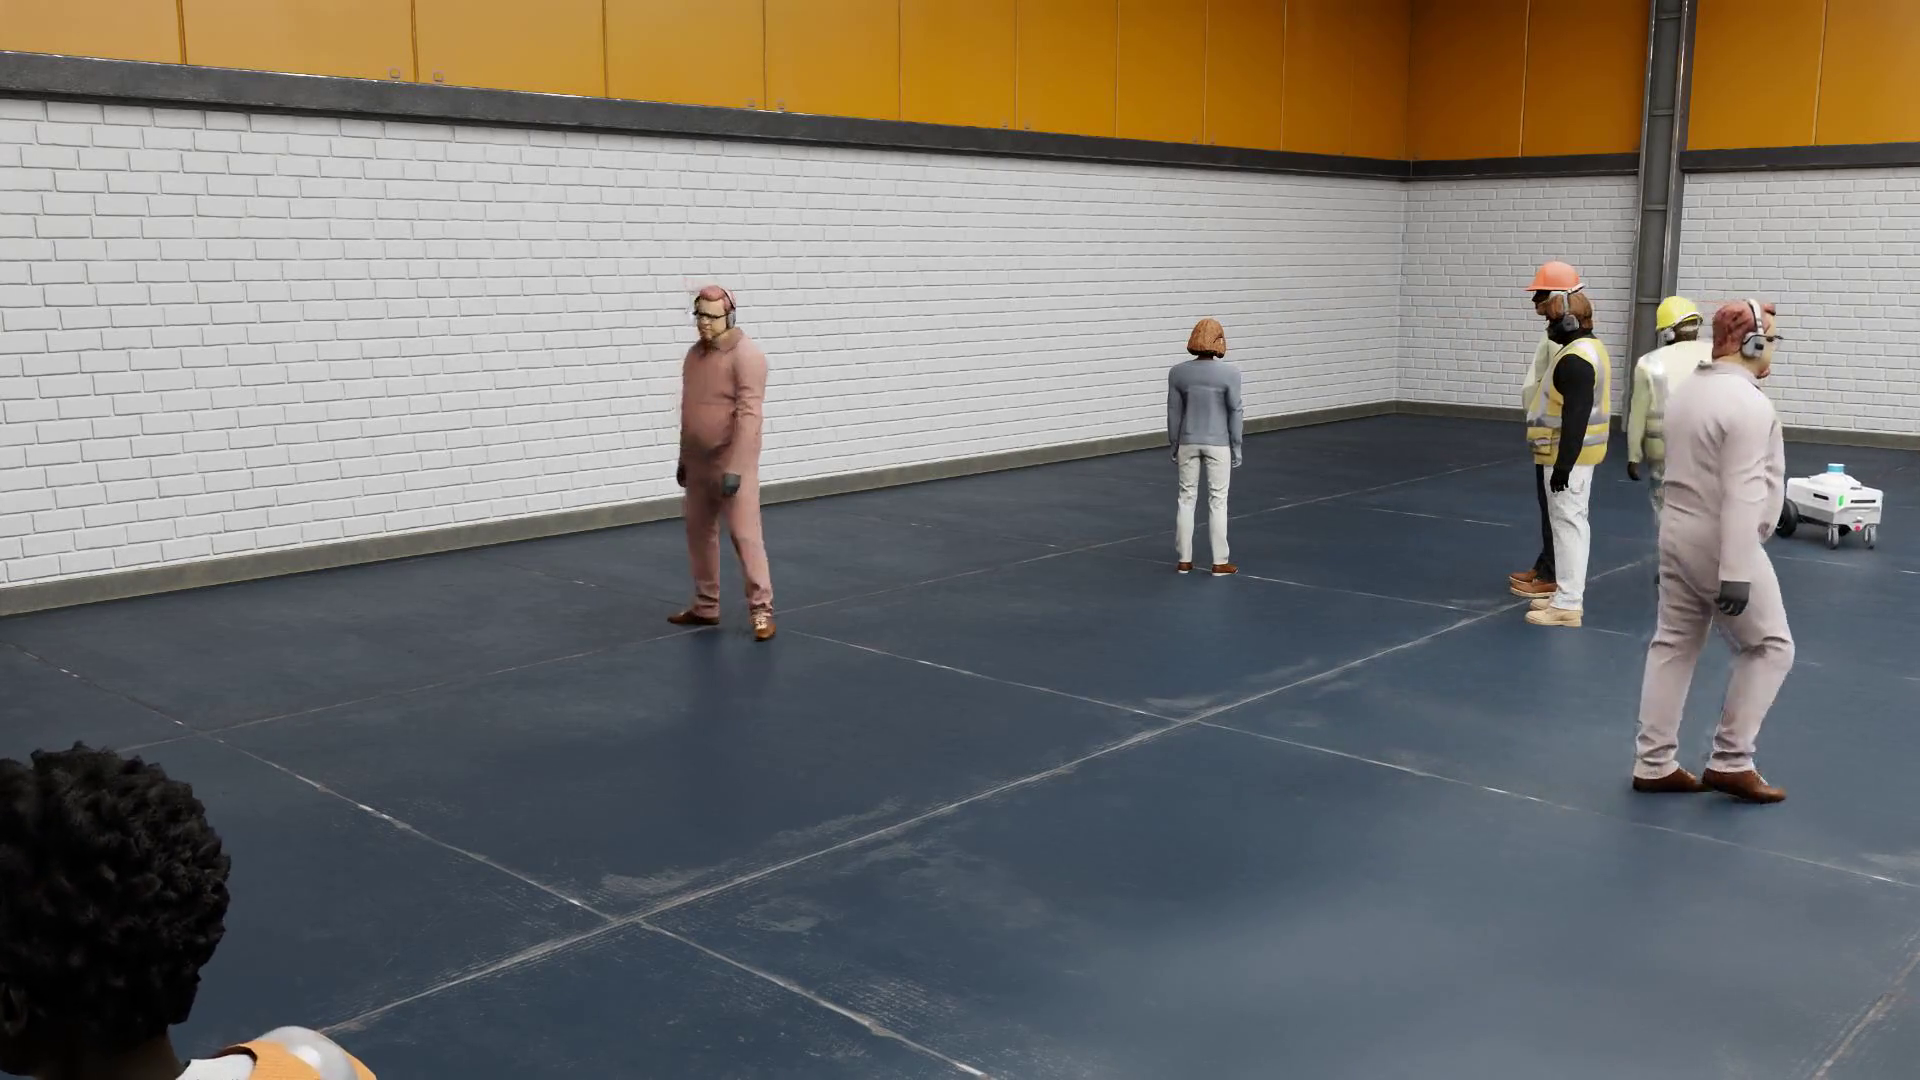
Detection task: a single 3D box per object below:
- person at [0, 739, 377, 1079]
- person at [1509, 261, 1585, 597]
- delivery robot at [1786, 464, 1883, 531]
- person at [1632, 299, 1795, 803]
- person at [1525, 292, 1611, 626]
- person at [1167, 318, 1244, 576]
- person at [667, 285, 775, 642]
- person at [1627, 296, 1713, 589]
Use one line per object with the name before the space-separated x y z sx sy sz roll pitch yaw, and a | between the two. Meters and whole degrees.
person | -0.654 0.996 1.412 0.321 1.691 0.531 3 10 15
person | 3.526 -0.655 9.939 0.381 1.994 0.617 3 11 19
delivery robot | 6.156 -0.295 11.721 0.477 0.478 0.707 -1 10 -4
person | 2.886 0.050 6.221 0.675 1.883 0.669 0 10 -3
person | 3.349 -0.445 9.198 0.429 1.835 0.633 5 11 25
person | 1.559 -0.586 10.573 0.498 1.633 0.282 5 11 27
person | -1.288 -0.415 8.913 0.853 1.882 0.392 10 14 44
person | 4.288 -0.544 9.859 0.619 1.795 0.615 2 10 11
